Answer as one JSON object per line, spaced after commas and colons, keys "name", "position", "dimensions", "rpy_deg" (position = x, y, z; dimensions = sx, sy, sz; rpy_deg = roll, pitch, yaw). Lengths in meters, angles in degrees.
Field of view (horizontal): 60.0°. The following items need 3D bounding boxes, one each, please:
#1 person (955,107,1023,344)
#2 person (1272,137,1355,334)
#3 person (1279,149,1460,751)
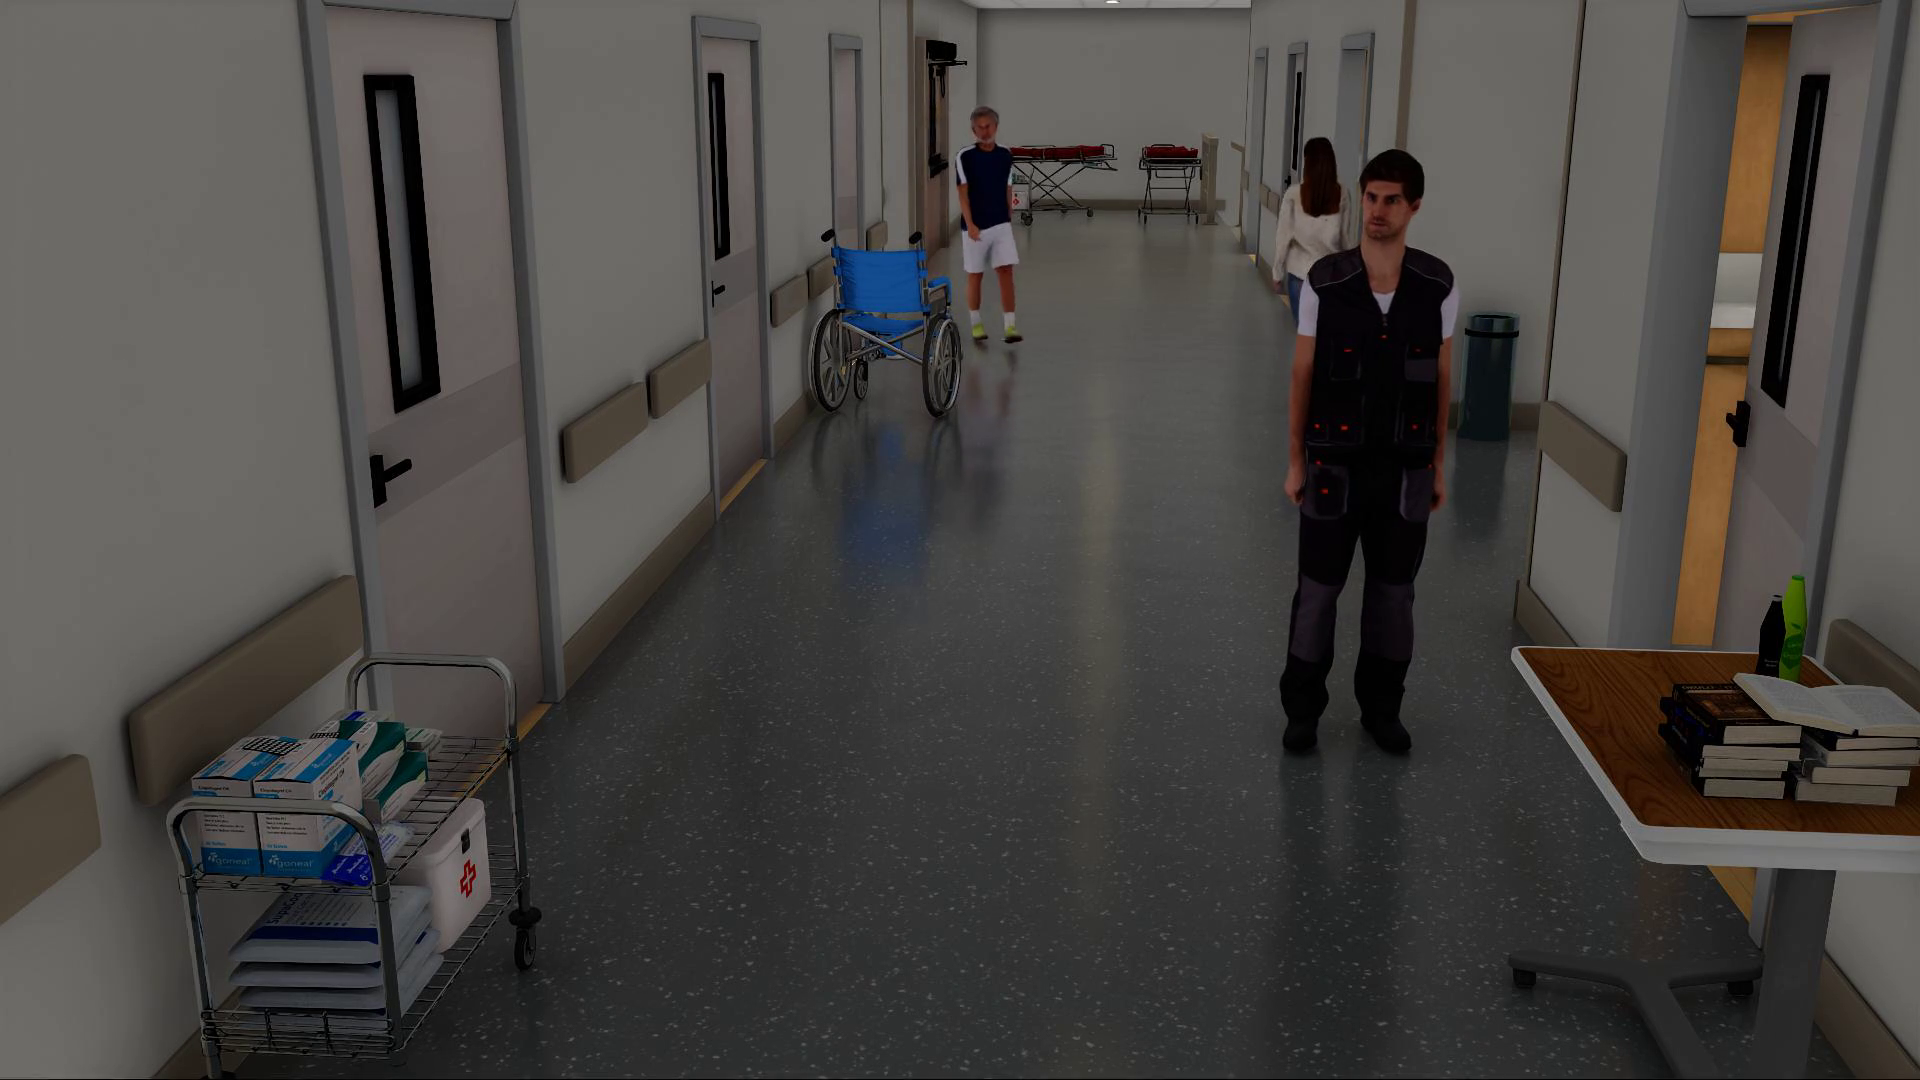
{"name": "person", "position": [0.169, -2.429, 12.929], "dimensions": [0.865, 1.796, 1.083], "rpy_deg": [-5, 16, -17]}
{"name": "person", "position": [2.201, -1.591, 10.179], "dimensions": [0.661, 1.677, 0.608], "rpy_deg": [0, 16, -1]}
{"name": "person", "position": [1.253, -0.254, 5.118], "dimensions": [0.644, 1.848, 0.568], "rpy_deg": [1, 16, 2]}
